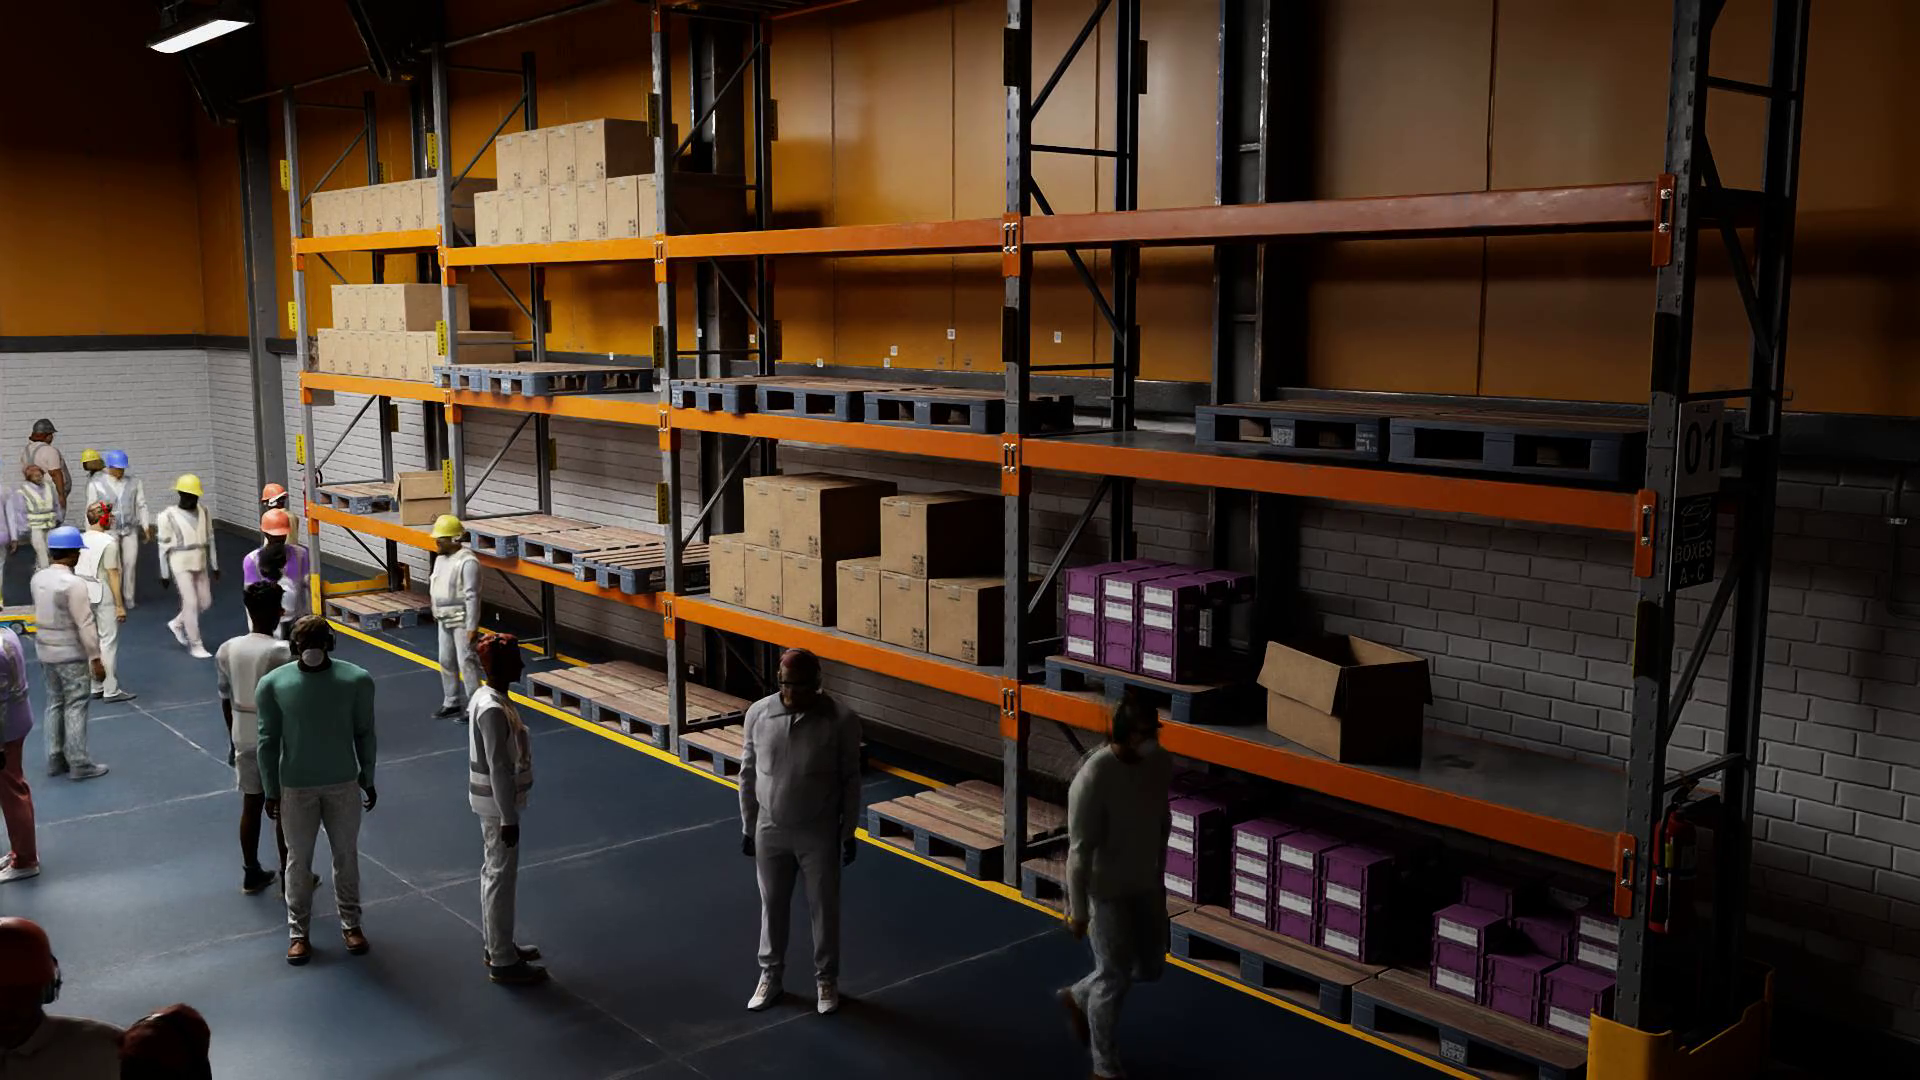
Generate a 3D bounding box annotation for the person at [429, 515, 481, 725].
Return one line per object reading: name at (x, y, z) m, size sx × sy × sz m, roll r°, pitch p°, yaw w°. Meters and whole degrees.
person at (-4.358, 0.680, 14.373) m, size 0.604 × 1.822 × 0.404 m, roll 7°, pitch 11°, yaw 42°

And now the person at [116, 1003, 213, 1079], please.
person at (-1.971, 2.099, 4.326) m, size 0.588 × 1.878 × 0.346 m, roll 1°, pitch 8°, yaw 10°

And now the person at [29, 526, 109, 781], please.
person at (-6.807, 0.860, 12.698) m, size 0.639 × 1.941 × 0.413 m, roll 5°, pitch 10°, yaw 31°

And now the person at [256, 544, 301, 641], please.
person at (-5.580, 0.848, 13.727) m, size 0.415 × 1.666 × 0.531 m, roll -8°, pitch 11°, yaw -43°

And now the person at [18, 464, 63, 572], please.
person at (-11.603, -0.165, 20.945) m, size 0.529 × 1.615 × 0.554 m, roll 4°, pitch 9°, yaw 27°

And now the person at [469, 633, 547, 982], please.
person at (-2.457, 1.429, 8.961) m, size 0.355 × 1.882 × 0.575 m, roll -3°, pitch 9°, yaw -20°

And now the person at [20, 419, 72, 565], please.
person at (-12.545, -0.662, 22.945) m, size 0.684 × 2.000 × 0.537 m, roll 4°, pitch 9°, yaw 26°

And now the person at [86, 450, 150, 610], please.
person at (-9.888, -0.096, 19.543) m, size 0.659 × 1.928 × 0.472 m, roll -8°, pitch 11°, yaw -43°

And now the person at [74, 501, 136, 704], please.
person at (-7.810, 0.570, 15.106) m, size 0.560 × 1.836 × 0.394 m, roll 5°, pitch 10°, yaw 31°

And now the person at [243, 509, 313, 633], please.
person at (-5.708, 0.686, 14.003) m, size 0.550 × 1.923 × 0.389 m, roll -8°, pitch 11°, yaw -43°

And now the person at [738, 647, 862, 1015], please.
person at (-0.830, 1.483, 8.527) m, size 0.637 × 1.902 × 0.406 m, roll 1°, pitch 8°, yaw 8°

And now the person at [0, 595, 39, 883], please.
person at (-6.070, 1.196, 10.478) m, size 0.407 × 1.919 × 0.582 m, roll -4°, pitch 9°, yaw -24°

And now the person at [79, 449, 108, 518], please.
person at (-11.244, -0.323, 21.670) m, size 0.491 × 1.731 × 0.324 m, roll 5°, pitch 10°, yaw 32°

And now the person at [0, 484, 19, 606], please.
person at (-11.131, -0.018, 19.038) m, size 0.628 × 1.893 × 1.018 m, roll -7°, pitch 11°, yaw -39°

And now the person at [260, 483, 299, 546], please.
person at (-7.167, 0.271, 17.520) m, size 0.353 × 1.737 × 0.570 m, roll 1°, pitch 8°, yaw 4°

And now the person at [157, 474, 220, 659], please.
person at (-7.931, 0.258, 17.024) m, size 0.607 × 1.901 × 0.608 m, roll 4°, pitch 9°, yaw 27°

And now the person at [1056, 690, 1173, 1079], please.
person at (0.679, 1.596, 7.654) m, size 0.660 × 1.922 × 0.608 m, roll -8°, pitch 11°, yaw -43°

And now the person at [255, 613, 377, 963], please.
person at (-3.556, 1.360, 9.246) m, size 0.629 × 1.940 × 0.372 m, roll -4°, pitch 9°, yaw -26°

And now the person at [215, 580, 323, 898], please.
person at (-4.232, 1.212, 10.182) m, size 0.614 × 1.964 × 0.367 m, roll 2°, pitch 9°, yaw 16°

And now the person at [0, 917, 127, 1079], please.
person at (-2.599, 2.000, 4.652) m, size 0.621 × 1.986 × 0.409 m, roll -3°, pitch 9°, yaw -23°
